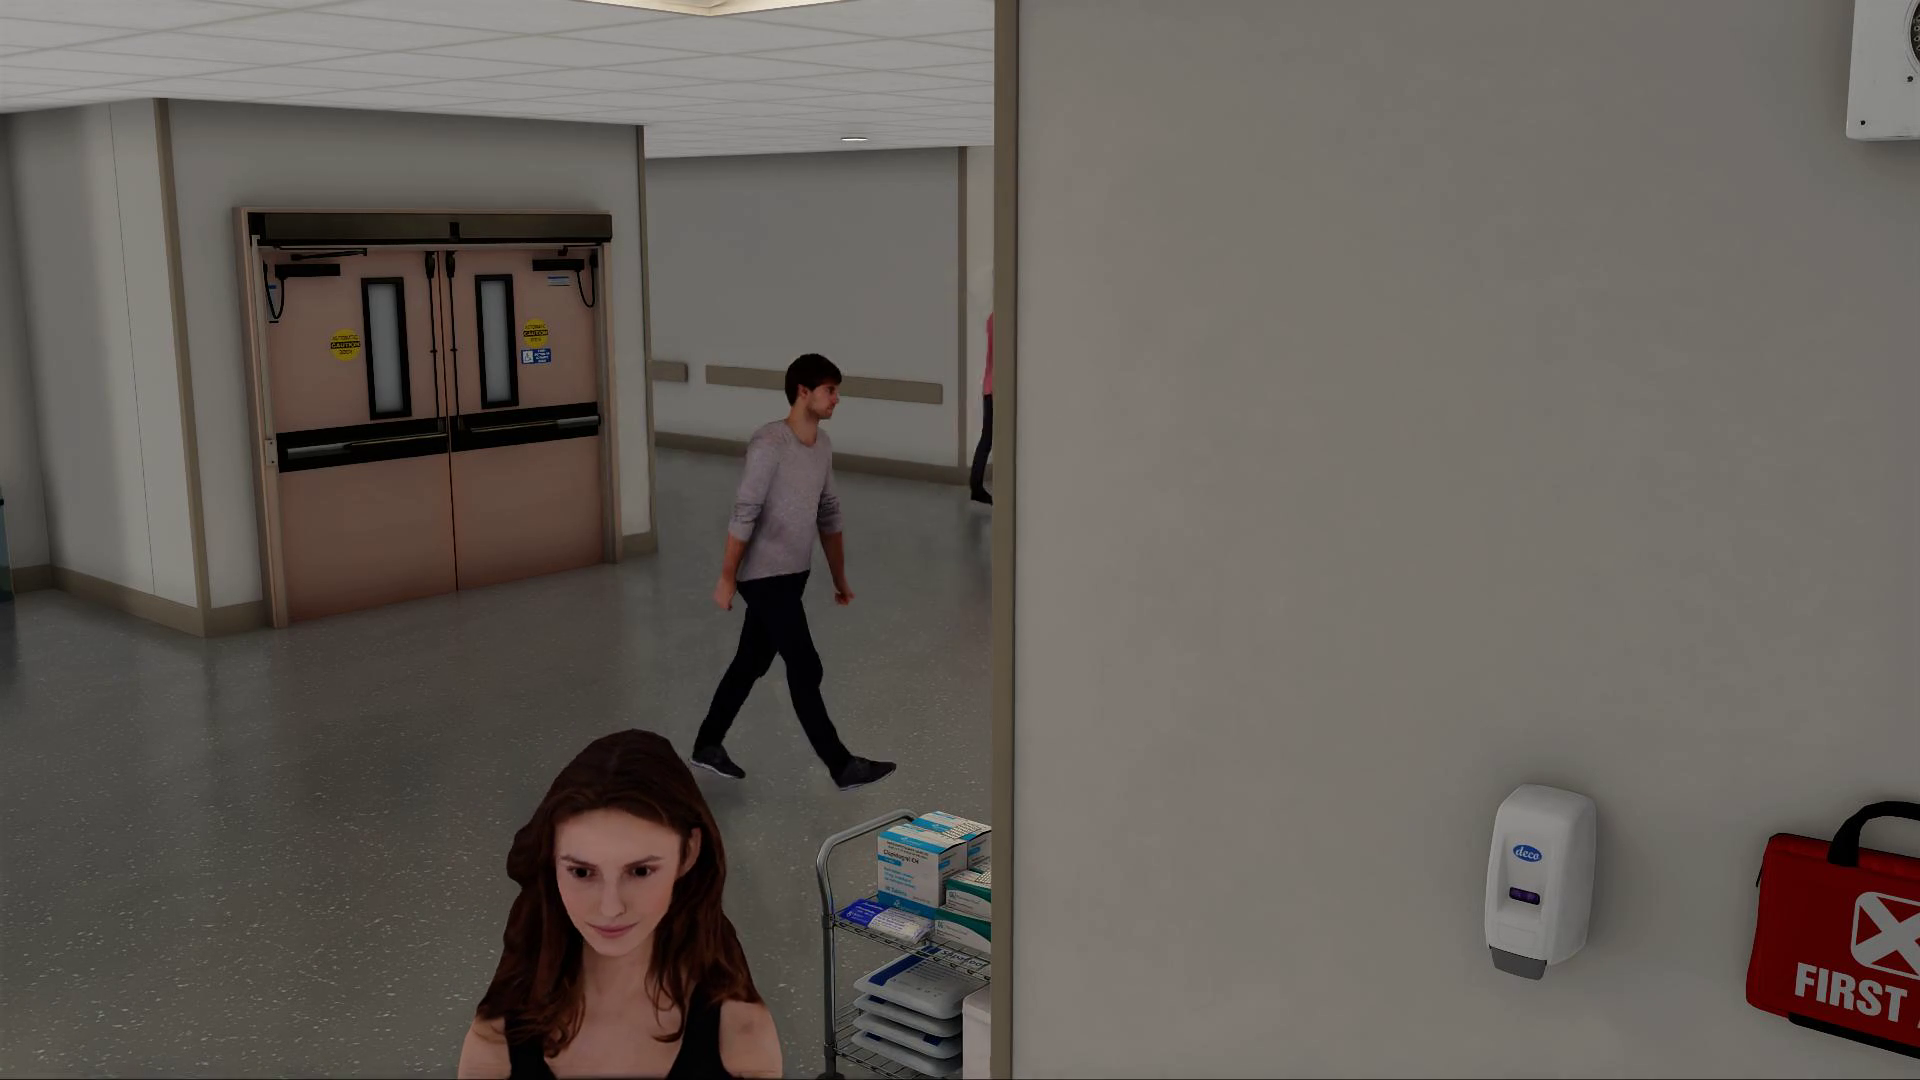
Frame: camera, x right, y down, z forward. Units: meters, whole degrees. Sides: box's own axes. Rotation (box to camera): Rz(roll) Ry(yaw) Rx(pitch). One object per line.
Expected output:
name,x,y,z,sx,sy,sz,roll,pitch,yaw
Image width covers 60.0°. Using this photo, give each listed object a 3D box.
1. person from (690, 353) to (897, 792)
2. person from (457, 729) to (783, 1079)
person,-0.840,0.174,6.751,0.991,1.770,1.208,5,12,26
person,-0.410,1.072,2.080,0.647,1.746,0.727,-2,11,-11
